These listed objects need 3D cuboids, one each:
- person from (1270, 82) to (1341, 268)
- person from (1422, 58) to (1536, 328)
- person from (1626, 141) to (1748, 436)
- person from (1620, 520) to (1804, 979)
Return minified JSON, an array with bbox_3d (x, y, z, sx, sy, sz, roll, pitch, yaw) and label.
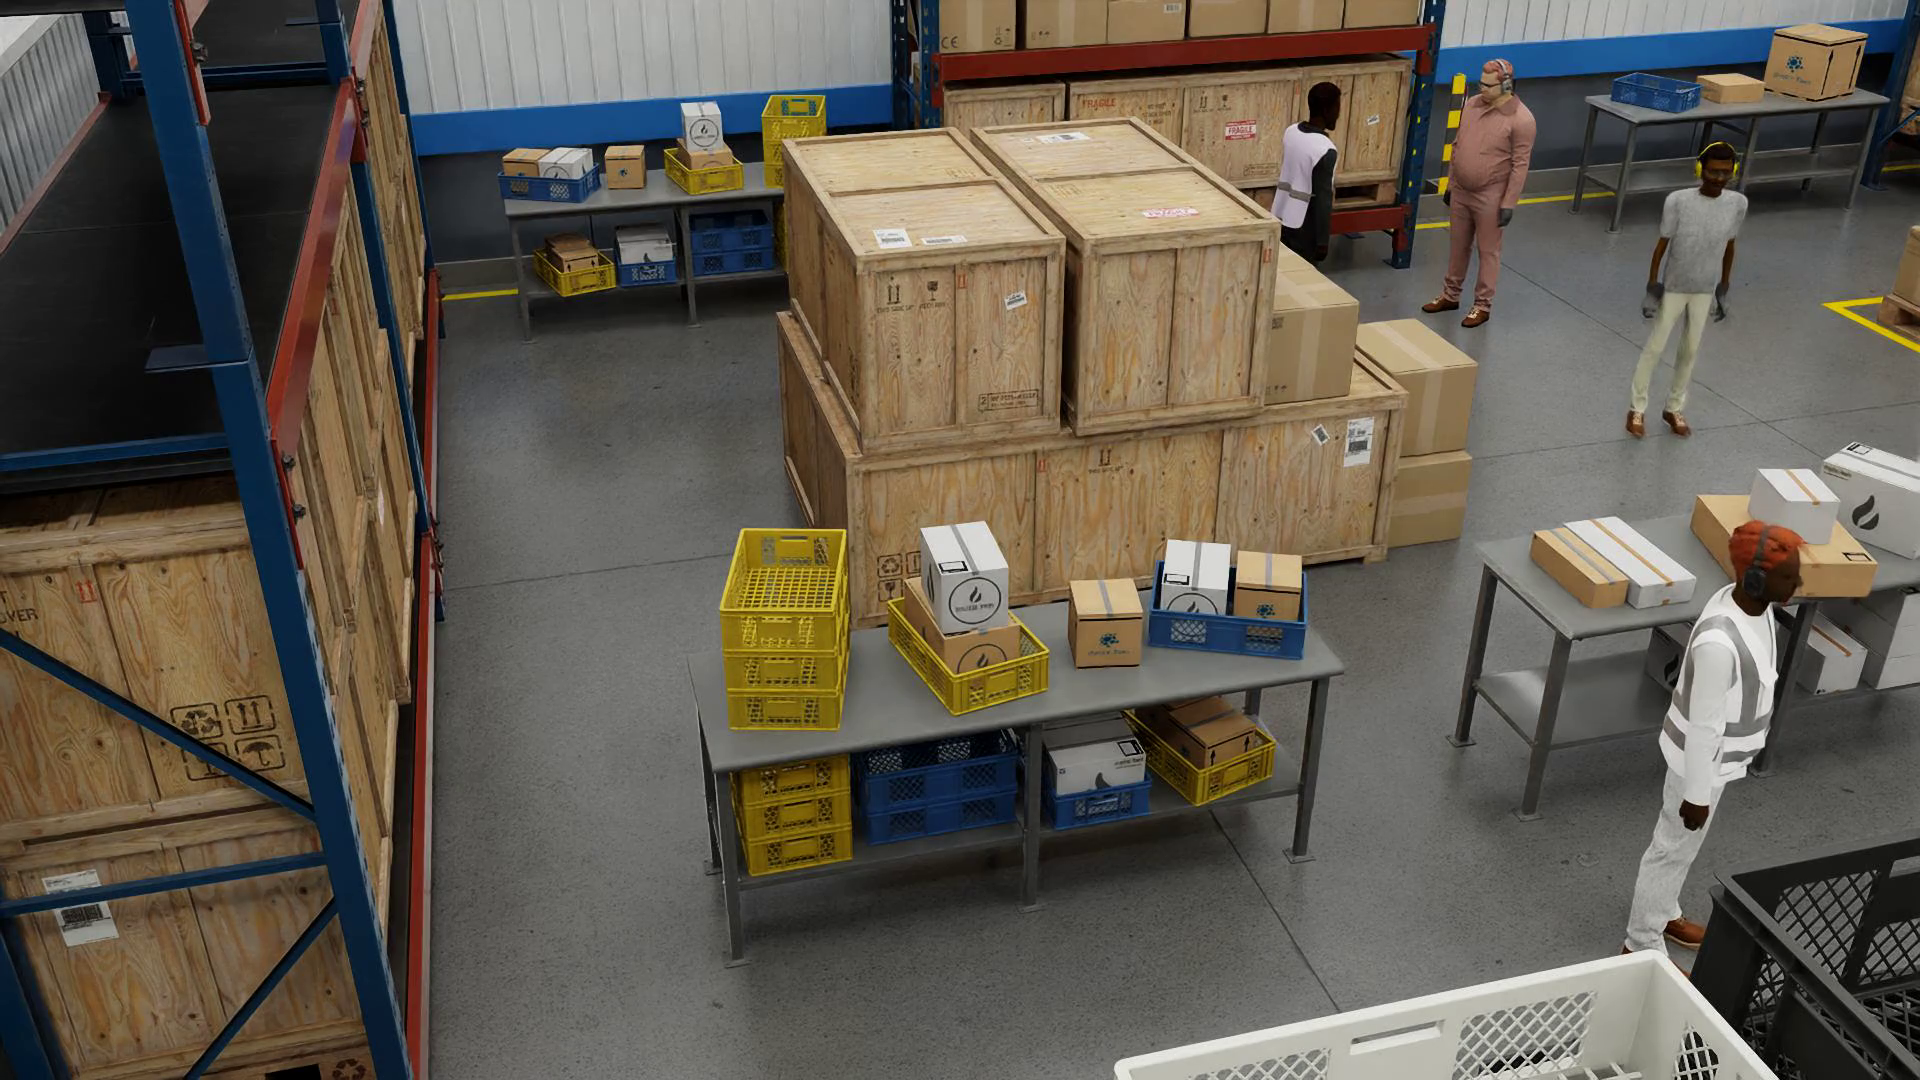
[{"bbox_3d":[2.322,-2.147,11.303,0.388,1.911,0.592,-9,30,-15],"label":"person"},{"bbox_3d":[3.721,-2.483,11.920,0.407,1.902,0.639,-17,33,-29],"label":"person"},{"bbox_3d":[4.476,-1.531,10.222,0.533,1.868,0.310,1,29,2],"label":"person"},{"bbox_3d":[2.712,0.784,6.005,0.355,1.885,0.575,17,33,29],"label":"person"}]
